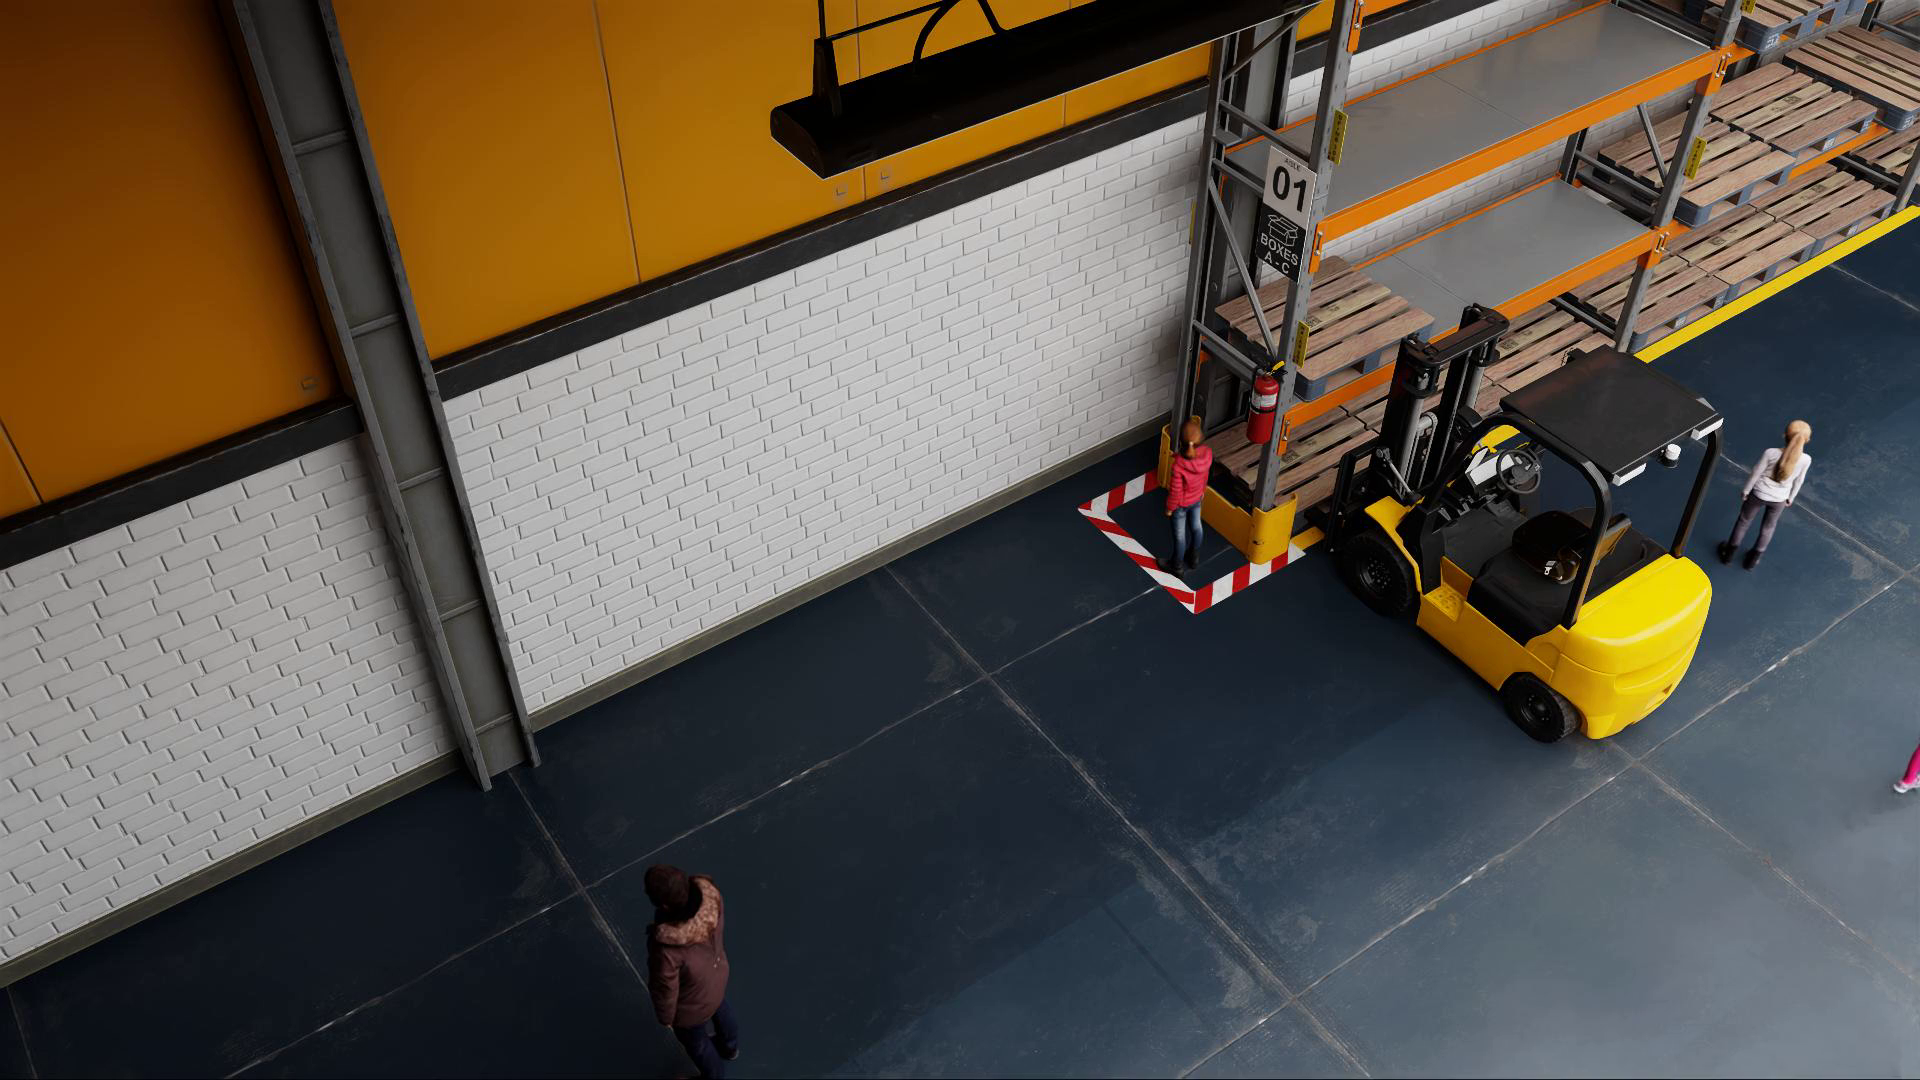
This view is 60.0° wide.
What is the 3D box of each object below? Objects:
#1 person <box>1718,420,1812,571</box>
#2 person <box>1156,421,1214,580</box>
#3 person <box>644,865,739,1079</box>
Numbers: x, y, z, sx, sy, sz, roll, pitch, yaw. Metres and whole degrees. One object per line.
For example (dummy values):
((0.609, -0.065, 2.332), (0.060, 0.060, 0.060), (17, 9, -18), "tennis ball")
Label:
((5.652, -0.308, 11.618), (0.586, 1.277, 0.638), (11, 45, 12), "person")
((1.589, -0.280, 11.561), (0.421, 1.314, 0.560), (-27, 50, -25), "person")
((-1.364, 2.248, 8.525), (0.923, 1.843, 0.837), (12, 45, 12), "person")
